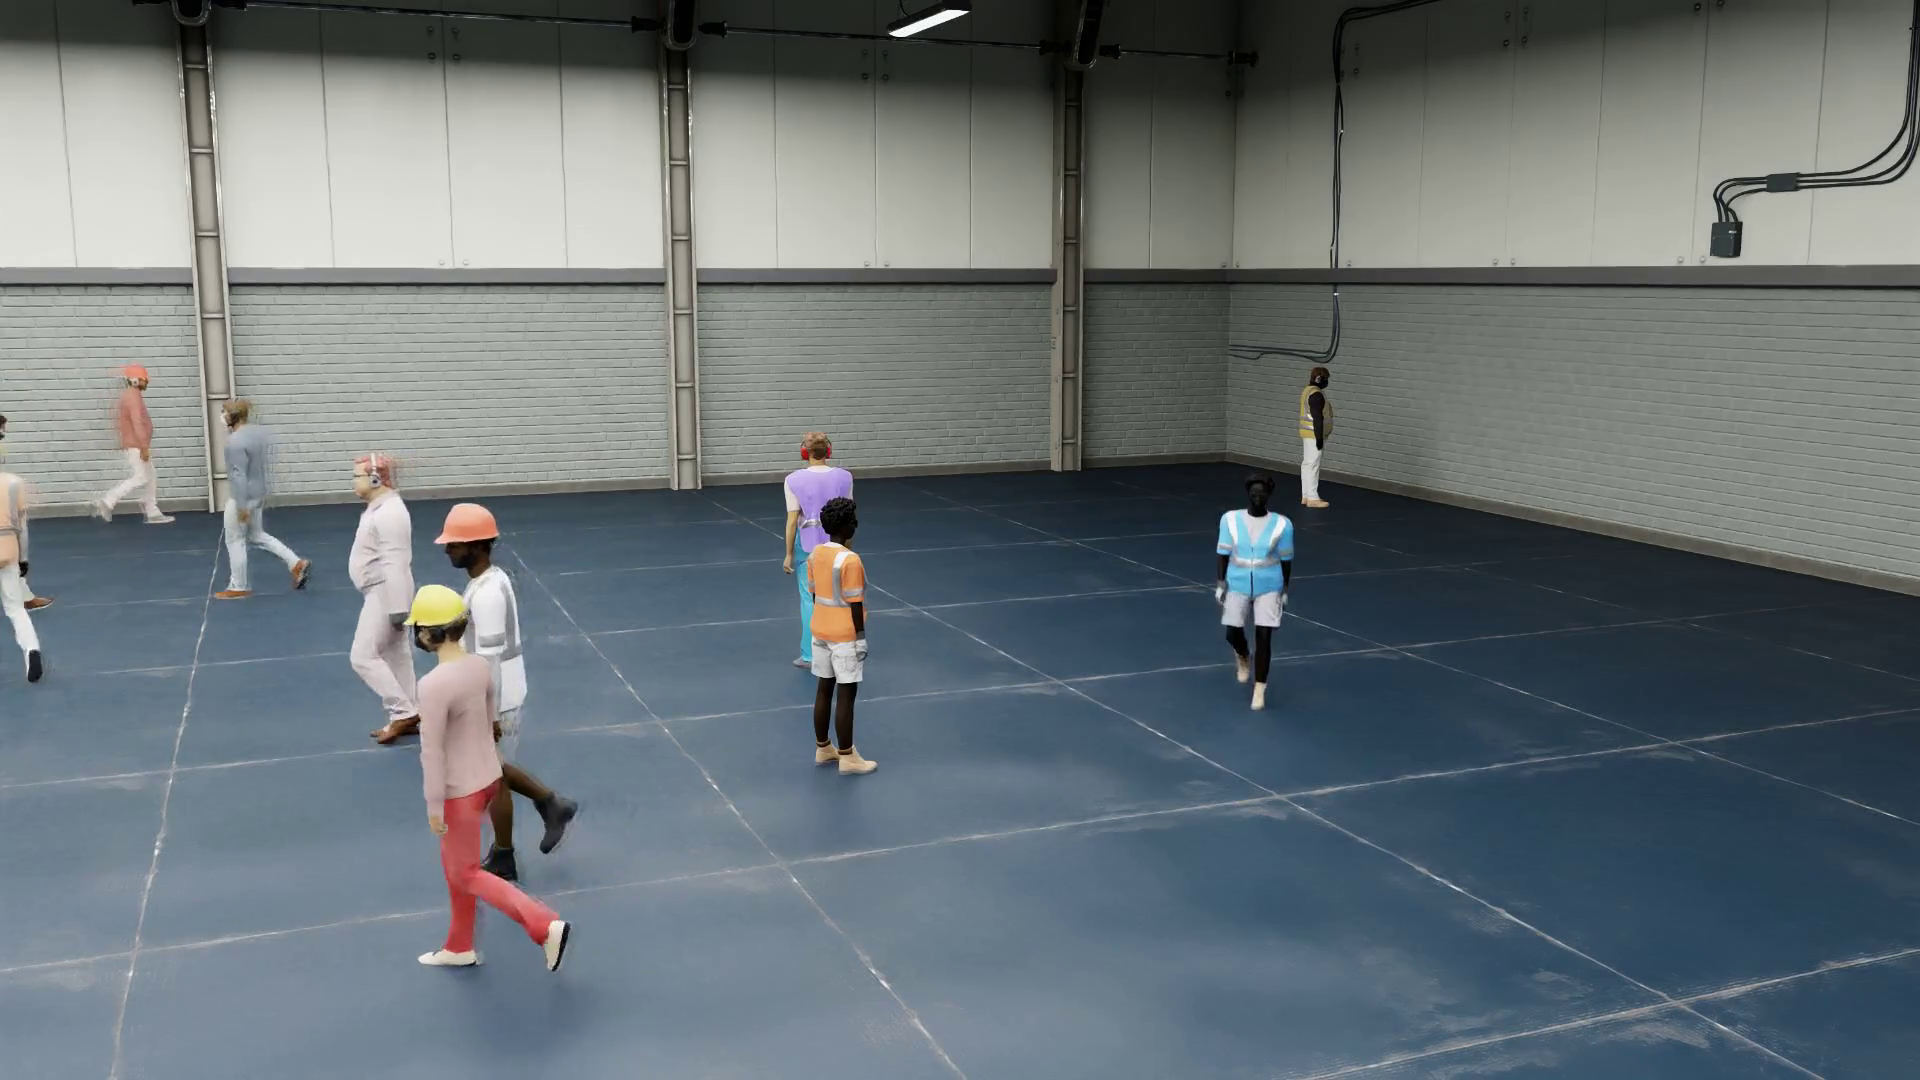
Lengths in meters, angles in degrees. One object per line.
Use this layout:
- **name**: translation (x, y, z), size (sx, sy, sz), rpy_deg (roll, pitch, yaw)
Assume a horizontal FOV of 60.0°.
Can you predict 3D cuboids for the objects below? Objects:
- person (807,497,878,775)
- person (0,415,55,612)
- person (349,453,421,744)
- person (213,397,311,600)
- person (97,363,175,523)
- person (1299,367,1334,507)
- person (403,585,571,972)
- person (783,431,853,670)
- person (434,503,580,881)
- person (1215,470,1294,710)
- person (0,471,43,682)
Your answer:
- **person**: translation (-0.732, 0.580, 10.154), size (0.318, 1.697, 0.533), rpy_deg (-7, 11, -36)
- **person**: translation (-8.563, -0.221, 14.805), size (0.568, 1.816, 0.887), rpy_deg (6, 11, 33)
- **person**: translation (-3.749, 0.381, 10.791), size (0.448, 1.893, 0.640), rpy_deg (-3, 9, -17)
- **person**: translation (-6.596, -0.389, 15.588), size (0.783, 1.919, 0.636), rpy_deg (-1, 9, -6)
- **person**: translation (-10.041, -1.150, 20.160), size (0.753, 1.975, 0.631), rpy_deg (-4, 10, -24)
- **person**: translation (4.682, -1.353, 21.861), size (0.430, 1.838, 0.619), rpy_deg (0, 9, 1)
- **person**: translation (-2.029, 1.051, 7.088), size (0.711, 1.744, 0.523), rpy_deg (2, 9, 9)
- **person**: translation (-1.083, 0.085, 12.800), size (0.578, 1.842, 0.384), rpy_deg (-5, 10, -29)
- **person**: translation (-2.278, 0.763, 8.283), size (0.599, 1.923, 0.557), rpy_deg (-3, 10, -19)
- **person**: translation (2.087, 0.328, 11.755), size (0.546, 1.682, 0.552), rpy_deg (3, 9, 17)
- **person**: translation (-7.160, 0.135, 12.322), size (0.803, 1.901, 0.585), rpy_deg (8, 12, 42)
